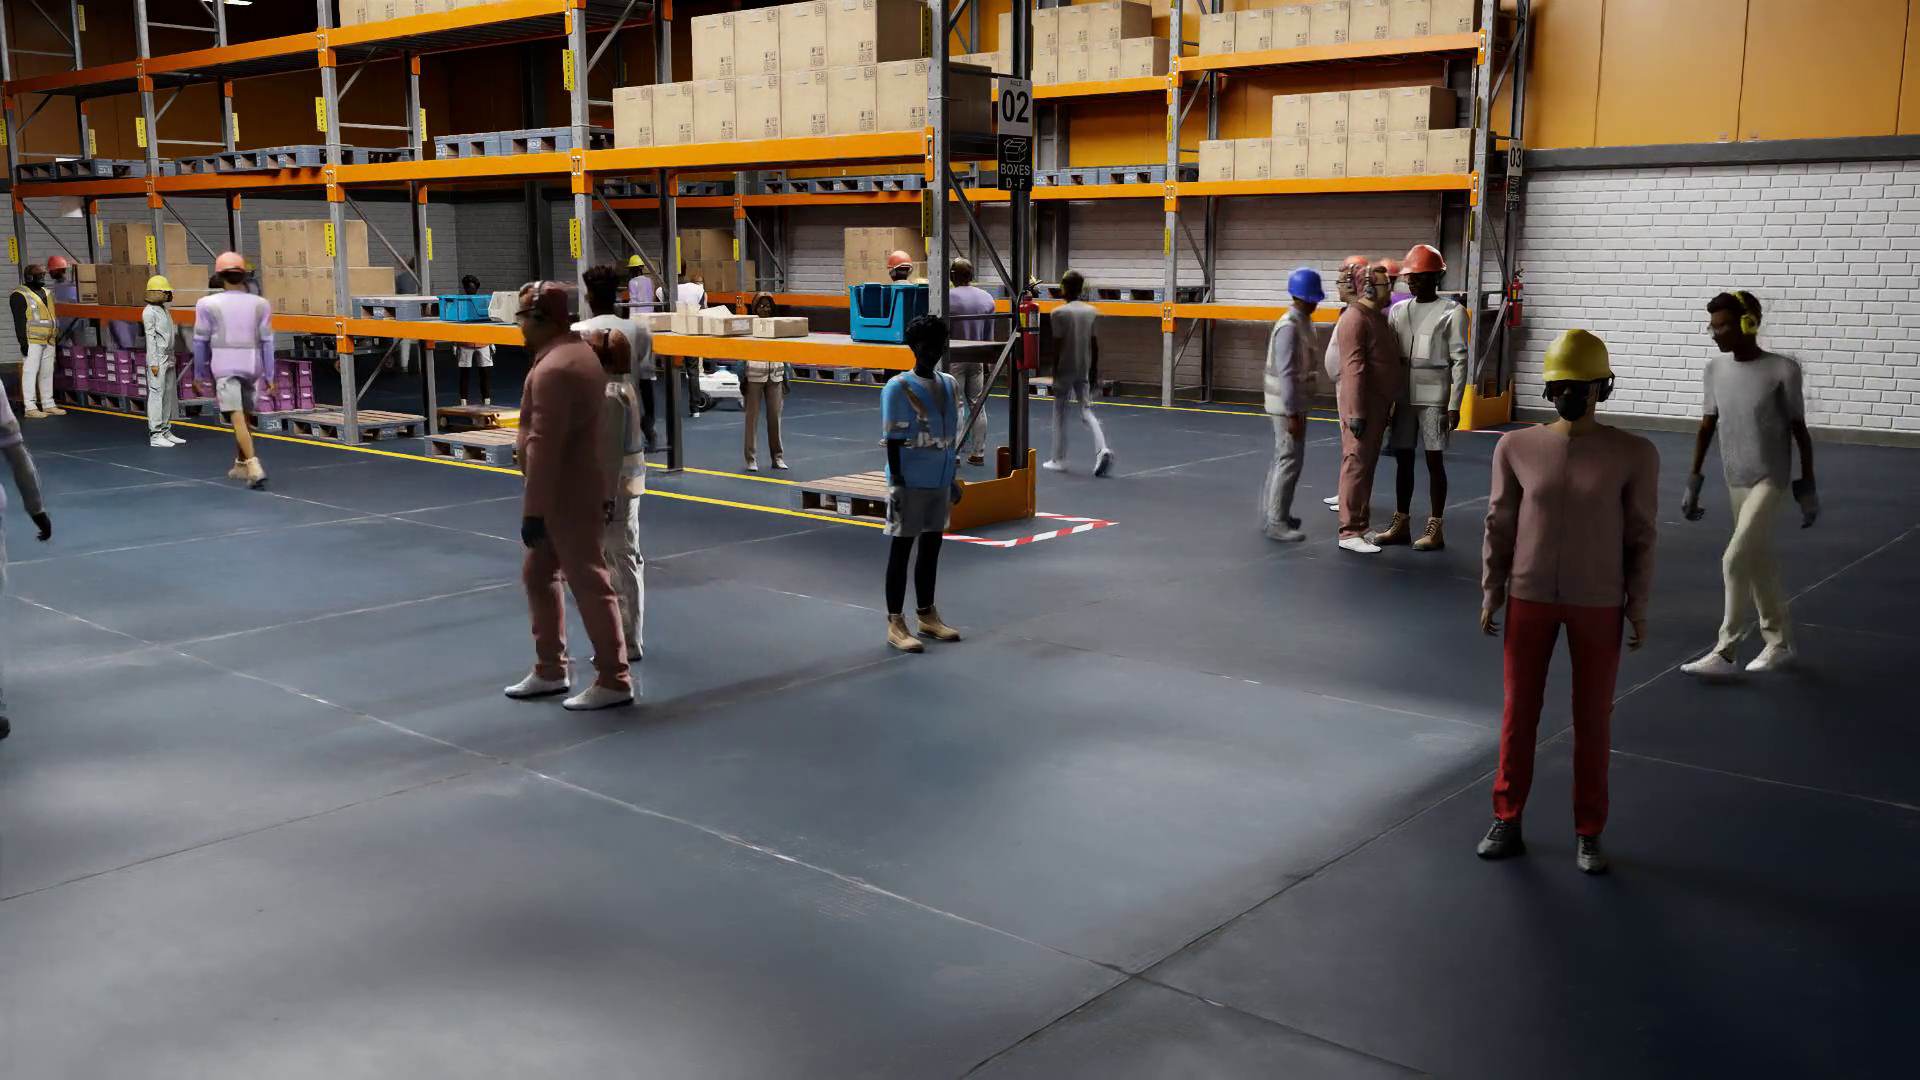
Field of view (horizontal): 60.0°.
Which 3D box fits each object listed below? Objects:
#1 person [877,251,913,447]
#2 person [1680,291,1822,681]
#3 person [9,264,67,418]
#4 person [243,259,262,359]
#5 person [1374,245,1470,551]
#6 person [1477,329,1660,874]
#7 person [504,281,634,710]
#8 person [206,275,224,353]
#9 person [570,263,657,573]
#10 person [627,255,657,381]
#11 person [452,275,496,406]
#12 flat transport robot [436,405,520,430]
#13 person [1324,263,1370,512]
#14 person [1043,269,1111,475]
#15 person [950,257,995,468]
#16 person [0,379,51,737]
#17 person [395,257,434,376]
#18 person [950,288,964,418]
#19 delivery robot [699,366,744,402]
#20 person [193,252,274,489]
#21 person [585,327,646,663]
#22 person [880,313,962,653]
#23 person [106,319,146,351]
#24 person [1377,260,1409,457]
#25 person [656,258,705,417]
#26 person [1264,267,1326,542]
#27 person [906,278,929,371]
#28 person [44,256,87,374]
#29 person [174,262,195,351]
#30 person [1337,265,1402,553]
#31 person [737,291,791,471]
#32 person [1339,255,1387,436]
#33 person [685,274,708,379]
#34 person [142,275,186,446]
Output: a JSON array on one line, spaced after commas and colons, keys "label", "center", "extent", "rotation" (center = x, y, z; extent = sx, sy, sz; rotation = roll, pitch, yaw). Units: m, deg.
[{"label": "person", "center": [-0.604, -1.935, 16.928], "extent": [0.625, 1.992, 0.386], "rotation": [-8, 13, -37]}, {"label": "person", "center": [3.679, -0.242, 7.783], "extent": [0.875, 1.820, 0.540], "rotation": [-4, 11, -21]}, {"label": "person", "center": [-11.070, -2.387, 19.982], "extent": [0.430, 1.835, 0.621], "rotation": [2, 10, 9]}, {"label": "person", "center": [-11.687, -3.691, 27.385], "extent": [0.404, 1.833, 0.590], "rotation": [-5, 11, -26]}, {"label": "person", "center": [3.082, -0.947, 11.166], "extent": [0.382, 2.041, 0.616], "rotation": [-9, 13, -40]}, {"label": "person", "center": [1.965, 0.202, 5.413], "extent": [0.534, 1.767, 0.313], "rotation": [5, 11, 26]}, {"label": "person", "center": [-1.787, -0.185, 7.286], "extent": [0.738, 1.867, 0.788], "rotation": [-1, 10, -3]}, {"label": "person", "center": [-12.230, -3.568, 27.413], "extent": [0.511, 1.586, 0.778], "rotation": [-5, 11, -28]}, {"label": "person", "center": [-2.222, -0.770, 10.471], "extent": [0.636, 1.947, 0.802], "rotation": [-7, 12, -34]}, {"label": "person", "center": [-4.848, -3.347, 25.201], "extent": [0.402, 1.919, 0.588], "rotation": [4, 11, 21]}, {"label": "person", "center": [-5.932, -2.375, 20.285], "extent": [0.540, 1.694, 0.317], "rotation": [-3, 11, -19]}, {"label": "flat transport robot", "center": [-5.327, -1.372, 18.628], "extent": [1.431, 0.197, 0.652], "rotation": [8, 13, 38]}, {"label": "person", "center": [3.011, -1.170, 12.833], "extent": [0.402, 1.904, 0.652], "rotation": [1, 10, 7]}, {"label": "person", "center": [1.056, -1.501, 14.927], "extent": [0.524, 1.843, 0.875], "rotation": [-5, 11, -28]}, {"label": "person", "center": [0.022, -1.628, 15.344], "extent": [0.630, 1.940, 0.372], "rotation": [-6, 11, -29]}, {"label": "person", "center": [-4.197, -0.119, 6.973], "extent": [0.662, 1.864, 0.933], "rotation": [-6, 12, -33]}, {"label": "person", "center": [-8.662, -3.531, 26.320], "extent": [0.651, 1.905, 0.731], "rotation": [0, 10, 0]}, {"label": "person", "center": [-0.159, -2.065, 18.728], "extent": [0.511, 1.623, 0.283], "rotation": [3, 10, 18]}, {"label": "delivery robot", "center": [-2.958, -1.923, 20.681], "extent": [0.707, 0.478, 0.477], "rotation": [1, 10, 2]}, {"label": "person", "center": [-6.134, -1.440, 14.124], "extent": [0.626, 2.000, 1.027], "rotation": [-9, 13, -41]}, {"label": "person", "center": [-1.692, -0.217, 8.157], "extent": [0.309, 1.641, 0.513], "rotation": [-1, 10, -7]}, {"label": "person", "center": [-0.188, -0.295, 8.430], "extent": [0.322, 1.699, 0.536], "rotation": [8, 13, 39]}, {"label": "person", "center": [-11.742, -3.019, 23.421], "extent": [0.601, 1.876, 0.783], "rotation": [2, 10, 11]}, {"label": "person", "center": [4.117, -1.794, 16.385], "extent": [0.561, 1.892, 0.945], "rotation": [-4, 11, -22]}, {"label": "person", "center": [-3.333, -2.411, 19.898], "extent": [0.582, 1.911, 0.391], "rotation": [-2, 10, -13]}, {"label": "person", "center": [2.316, -0.932, 11.511], "extent": [0.433, 1.893, 0.786], "rotation": [3, 10, 18]}, {"label": "person", "center": [-0.272, -1.679, 16.205], "extent": [0.740, 1.738, 0.528], "rotation": [-3, 10, -15]}, {"label": "person", "center": [-12.512, -2.994, 23.196], "extent": [0.562, 1.903, 0.770], "rotation": [6, 12, 30]}, {"label": "person", "center": [-10.816, -2.981, 23.380], "extent": [0.431, 1.816, 0.615], "rotation": [2, 10, 14]}, {"label": "person", "center": [2.747, -0.880, 11.164], "extent": [0.409, 1.913, 0.642], "rotation": [5, 11, 26]}, {"label": "person", "center": [-1.789, -1.443, 15.161], "extent": [0.517, 1.634, 0.311], "rotation": [-6, 12, -31]}, {"label": "person", "center": [4.361, -2.086, 17.920], "extent": [0.592, 1.944, 0.641], "rotation": [8, 13, 39]}, {"label": "person", "center": [-4.086, -3.313, 25.836], "extent": [0.284, 1.625, 0.492], "rotation": [6, 12, 32]}, {"label": "person", "center": [-8.178, -1.834, 17.072], "extent": [0.322, 1.742, 0.493], "rotation": [-1, 10, -4]}]
